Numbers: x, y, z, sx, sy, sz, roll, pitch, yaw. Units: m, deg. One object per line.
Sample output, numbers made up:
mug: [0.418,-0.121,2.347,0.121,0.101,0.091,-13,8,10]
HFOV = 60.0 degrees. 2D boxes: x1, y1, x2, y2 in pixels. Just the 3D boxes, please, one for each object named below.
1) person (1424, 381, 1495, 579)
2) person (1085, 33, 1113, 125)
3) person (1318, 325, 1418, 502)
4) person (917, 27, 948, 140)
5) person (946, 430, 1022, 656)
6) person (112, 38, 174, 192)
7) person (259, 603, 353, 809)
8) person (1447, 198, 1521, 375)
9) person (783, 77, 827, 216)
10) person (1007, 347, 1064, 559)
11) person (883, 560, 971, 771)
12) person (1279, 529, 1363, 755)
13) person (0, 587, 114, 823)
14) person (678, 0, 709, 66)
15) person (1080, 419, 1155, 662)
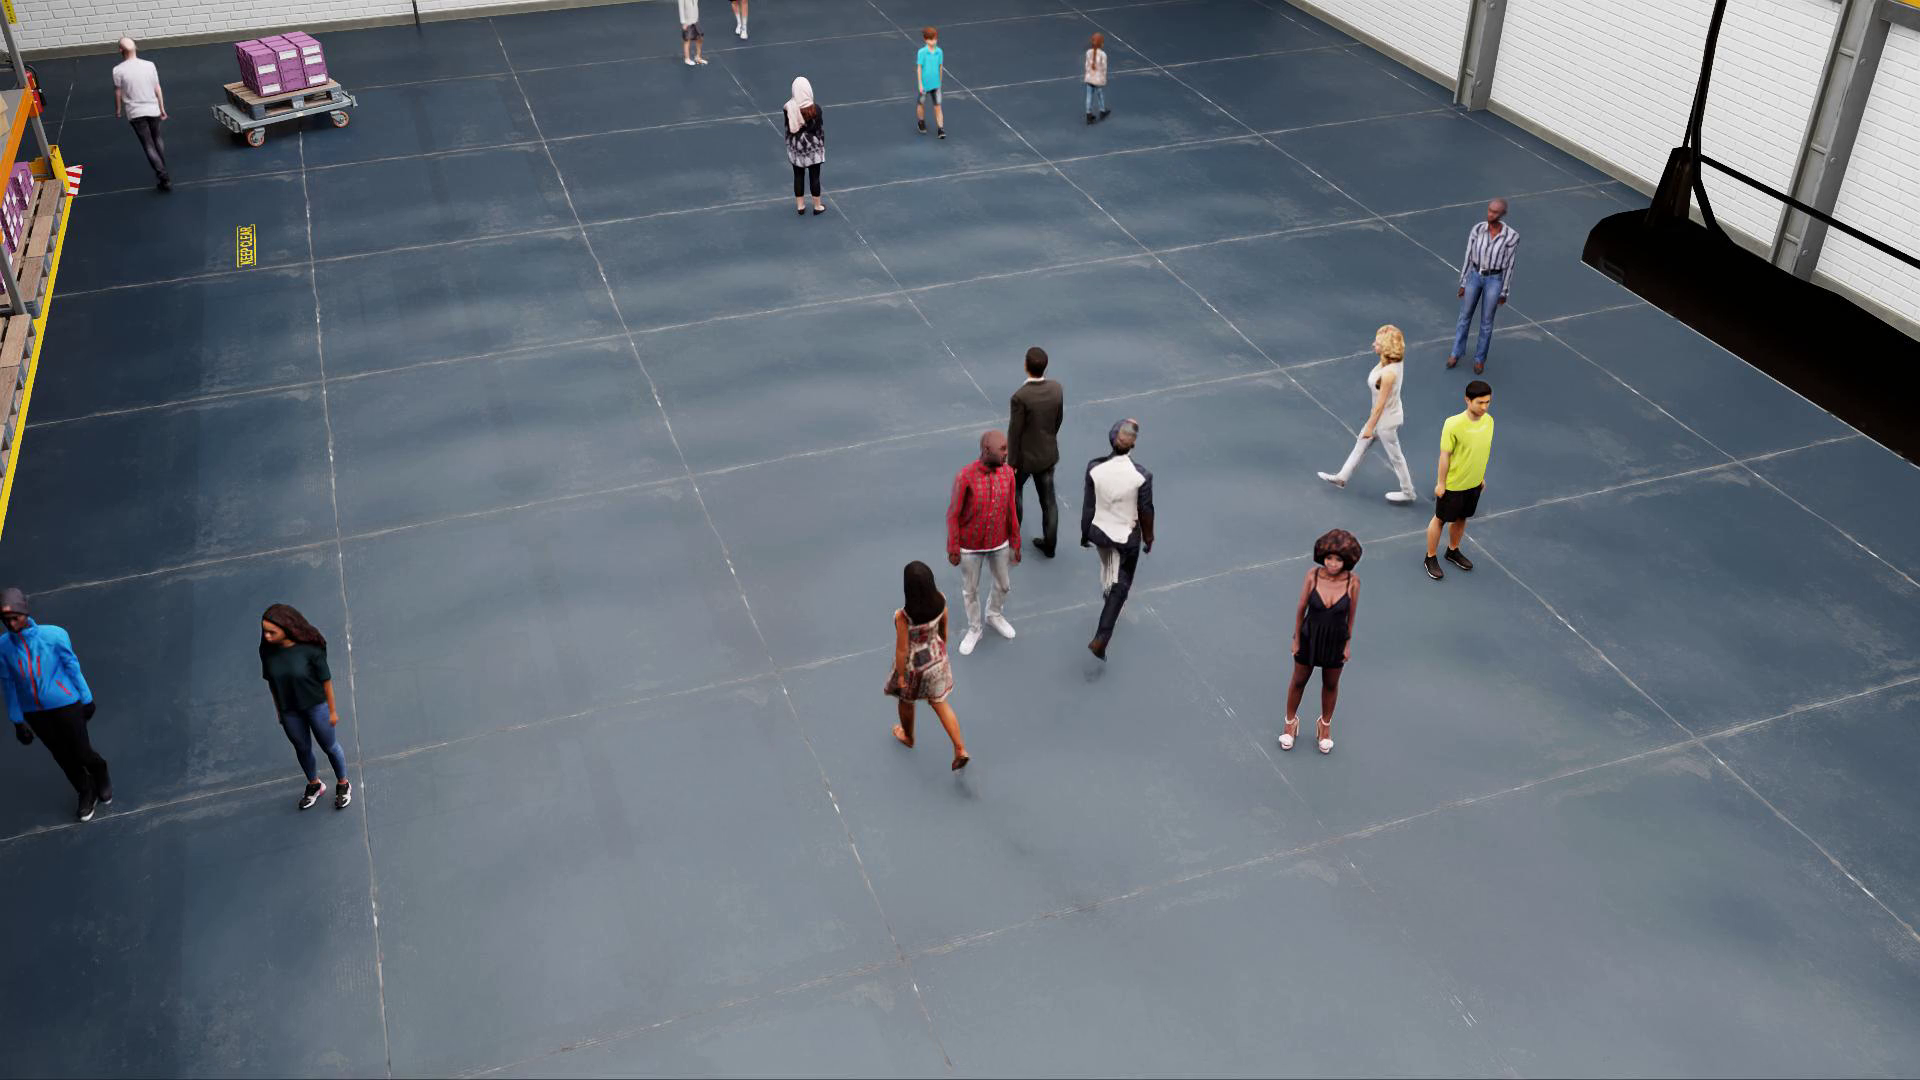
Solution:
person: [3.966,-0.506,13.183,0.633,1.709,0.548,-14,36,-21]
person: [1.772,-6.121,22.107,0.730,1.181,0.769,19,38,26]
person: [3.670,-1.009,14.019,1.066,1.621,1.108,8,35,12]
person: [-0.434,-5.962,21.666,0.538,1.405,0.960,-10,35,-15]
person: [0.151,0.003,12.332,0.731,1.803,0.624,-1,34,-1]
person: [-9.789,-5.081,19.986,1.189,1.797,1.003,26,42,34]
person: [-4.283,1.080,10.883,0.684,1.615,0.703,1,34,1]
person: [5.058,-2.460,16.046,0.697,1.794,0.772,17,37,23]
person: [-1.806,-4.595,19.399,0.734,1.638,0.760,4,34,6]
person: [0.648,-0.651,13.339,0.853,1.778,0.943,-18,38,-25]
person: [-0.214,0.876,11.182,0.815,1.623,1.087,-24,40,-31]
person: [2.463,0.690,11.310,0.642,1.790,0.673,5,34,8]
person: [-5.882,1.026,10.810,0.642,1.783,0.655,-8,34,-12]
person: [-3.972,-7.559,24.196,0.697,1.264,0.639,27,42,34]
person: [1.118,0.023,12.250,1.166,1.862,1.241,14,36,21]
